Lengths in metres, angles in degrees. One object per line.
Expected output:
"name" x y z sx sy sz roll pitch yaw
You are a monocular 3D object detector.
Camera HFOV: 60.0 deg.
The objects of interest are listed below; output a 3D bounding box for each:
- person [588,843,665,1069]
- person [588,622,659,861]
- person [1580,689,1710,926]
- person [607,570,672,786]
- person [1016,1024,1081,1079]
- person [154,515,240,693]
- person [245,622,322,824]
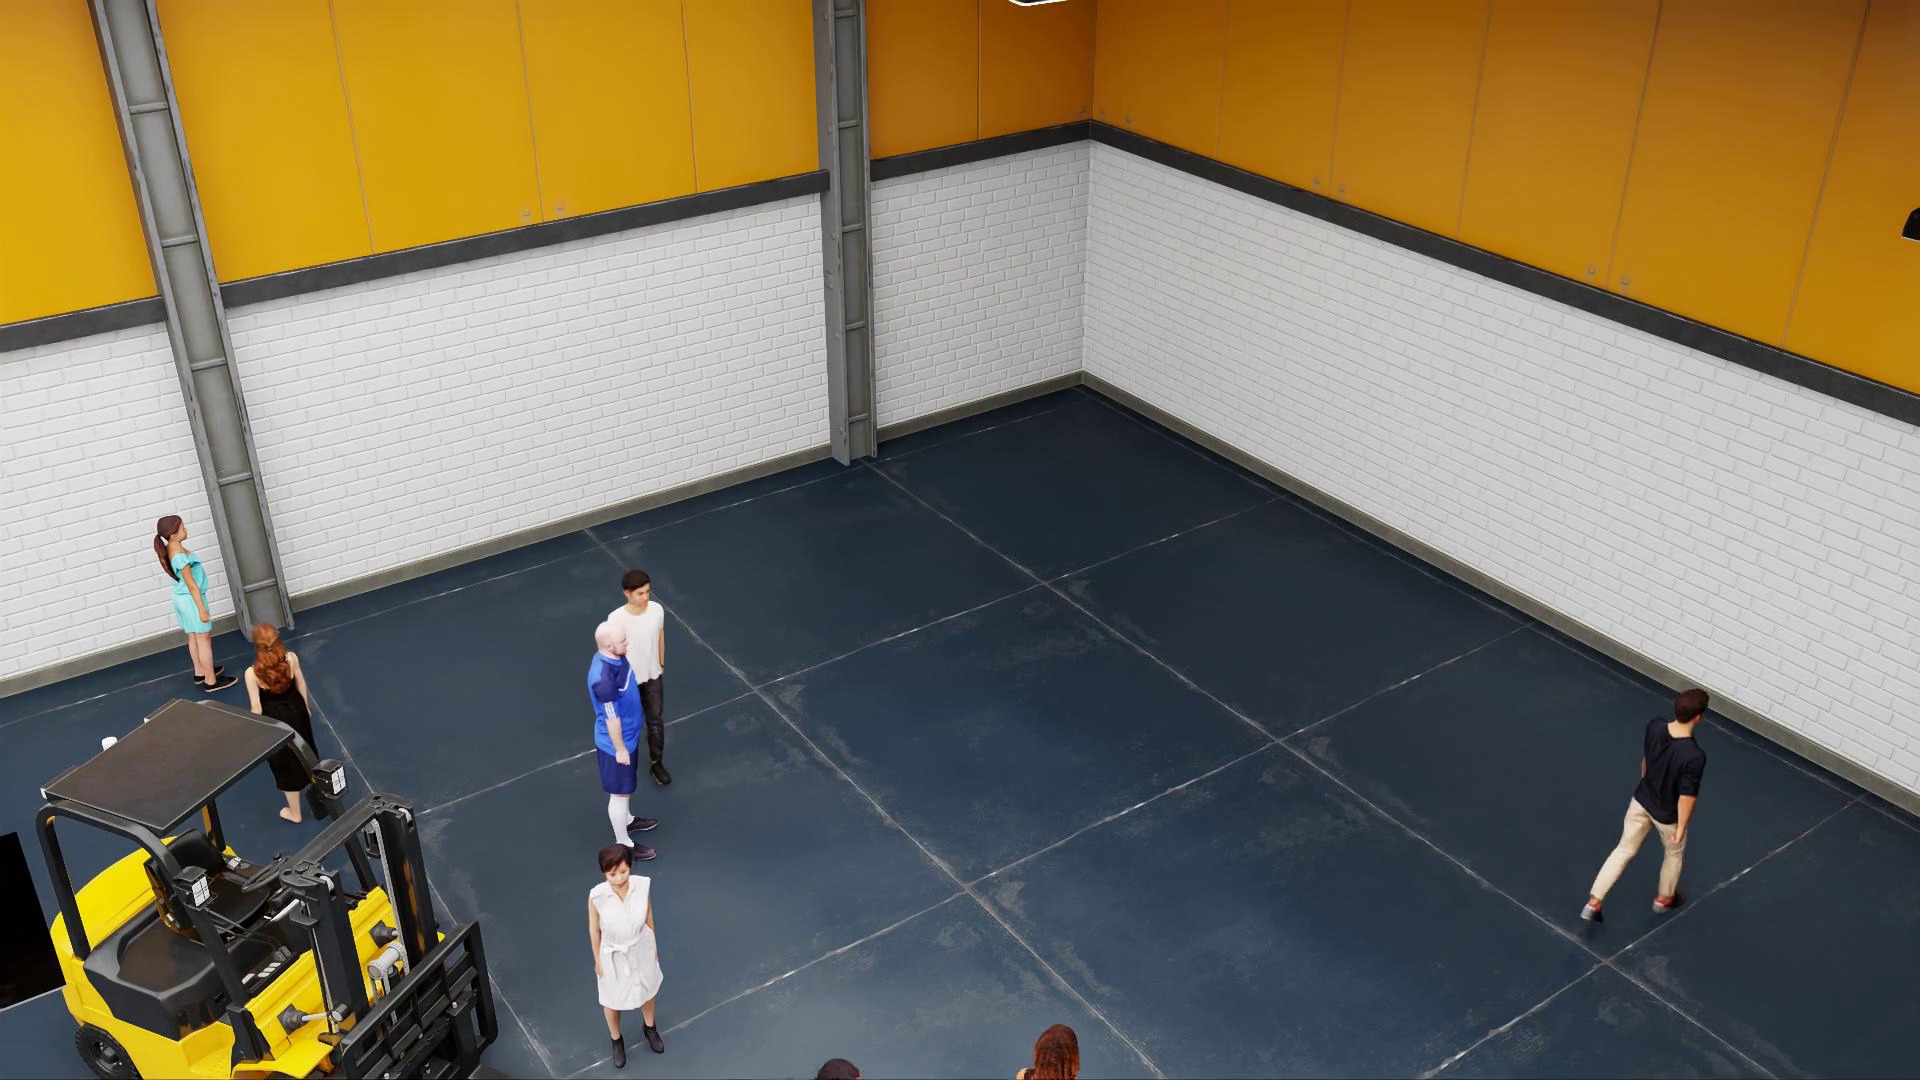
"person" -1.971 2.422 9.799 0.489 1.556 0.638 -14 32 -24
"person" -2.350 1.353 11.464 0.751 1.839 0.758 -3 29 -5
"person" 4.445 1.760 10.736 1.126 1.822 0.658 -18 33 -29
"person" -2.433 0.955 12.349 1.025 1.690 0.735 -15 32 -25
"person" 0.421 3.158 8.170 0.680 1.825 0.723 17 33 29
"person" -6.166 0.492 13.335 0.586 1.558 0.584 -26 38 -38
"person" -4.795 1.286 11.810 0.677 1.625 0.577 23 36 35
